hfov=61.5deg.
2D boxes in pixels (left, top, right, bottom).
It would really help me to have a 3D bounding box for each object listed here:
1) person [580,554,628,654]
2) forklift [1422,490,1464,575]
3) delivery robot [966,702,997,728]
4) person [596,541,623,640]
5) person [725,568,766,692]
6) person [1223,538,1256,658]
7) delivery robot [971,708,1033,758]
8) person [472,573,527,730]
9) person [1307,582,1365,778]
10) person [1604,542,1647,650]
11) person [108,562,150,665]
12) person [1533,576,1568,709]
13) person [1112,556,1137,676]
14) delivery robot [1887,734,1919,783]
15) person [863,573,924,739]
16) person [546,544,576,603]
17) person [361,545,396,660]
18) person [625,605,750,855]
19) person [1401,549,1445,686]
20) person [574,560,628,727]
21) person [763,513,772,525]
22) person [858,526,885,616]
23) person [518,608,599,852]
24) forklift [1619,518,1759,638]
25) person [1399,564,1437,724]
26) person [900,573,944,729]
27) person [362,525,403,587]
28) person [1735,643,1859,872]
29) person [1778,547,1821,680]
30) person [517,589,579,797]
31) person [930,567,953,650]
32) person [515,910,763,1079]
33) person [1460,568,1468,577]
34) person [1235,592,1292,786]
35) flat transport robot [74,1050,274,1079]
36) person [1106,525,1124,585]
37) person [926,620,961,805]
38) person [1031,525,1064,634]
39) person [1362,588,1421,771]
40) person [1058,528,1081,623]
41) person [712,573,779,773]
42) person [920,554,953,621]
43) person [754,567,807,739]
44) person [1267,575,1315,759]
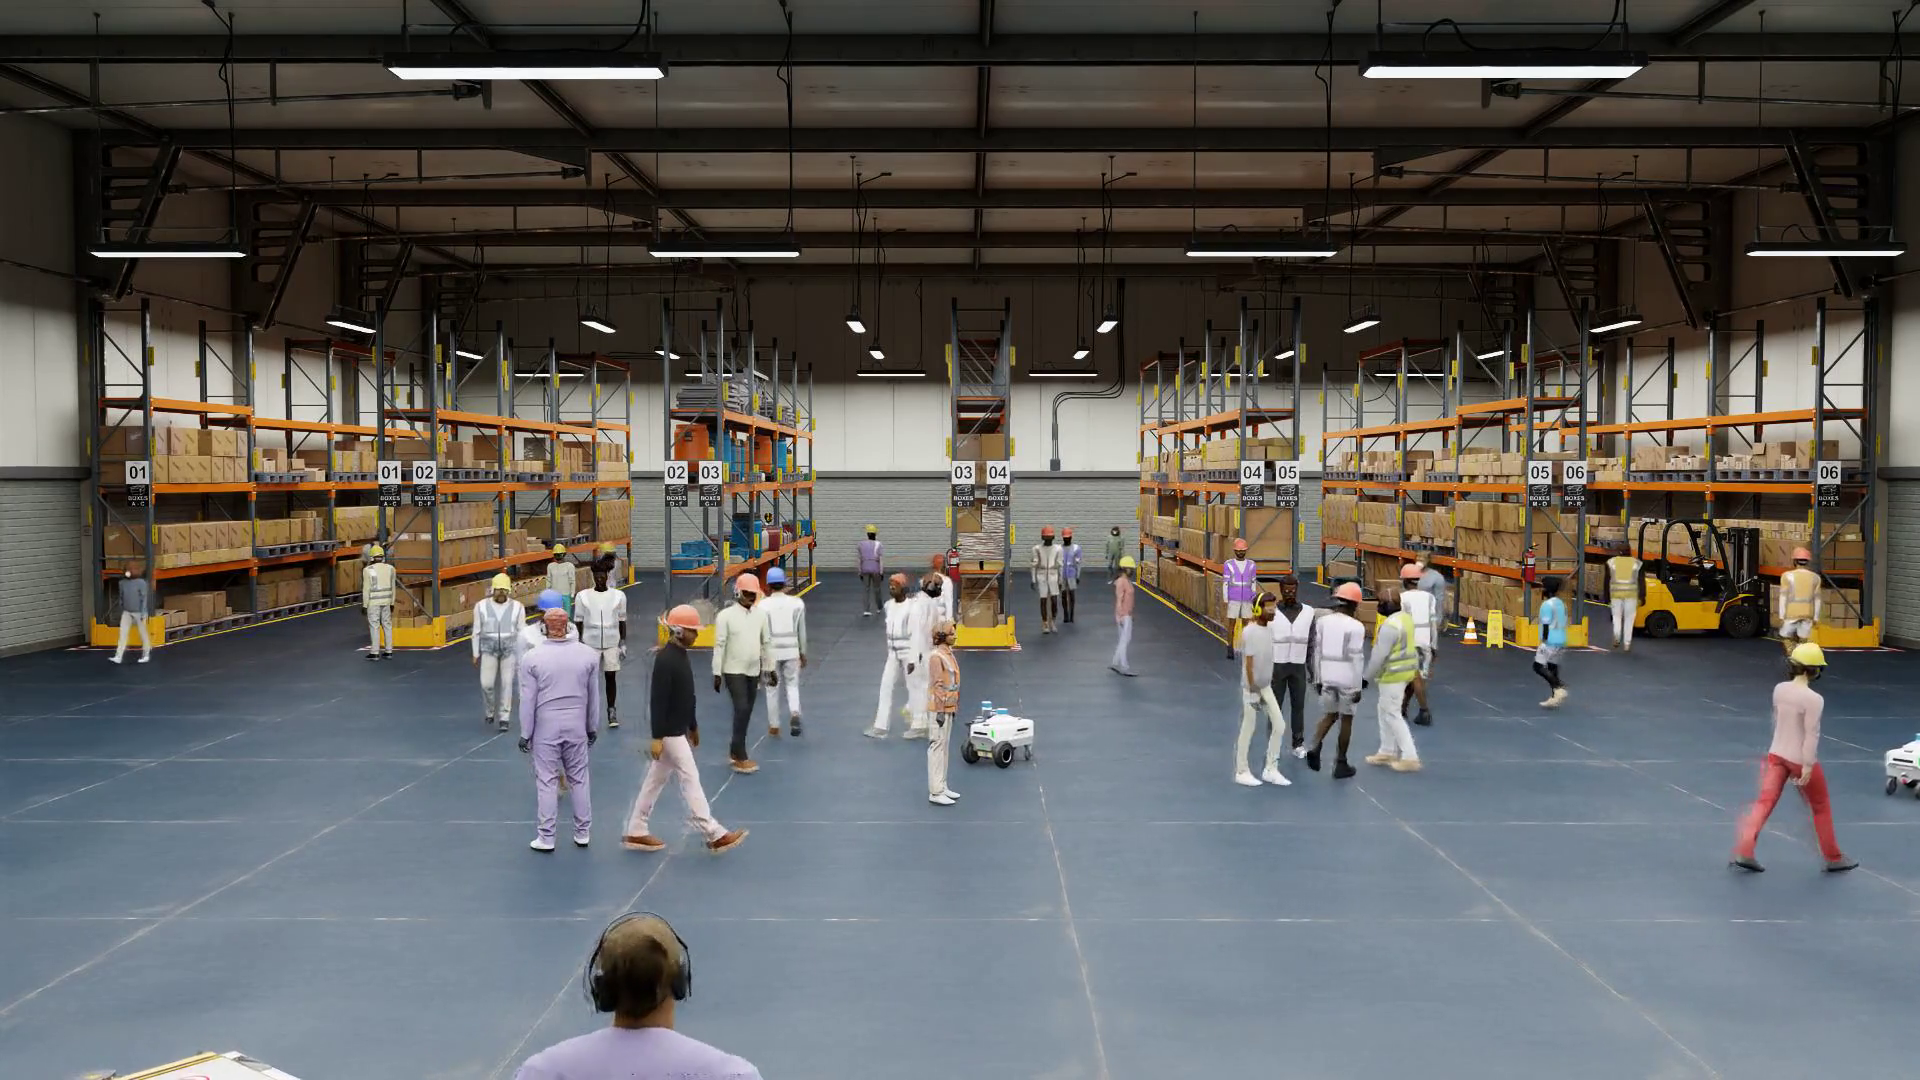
[{"bbox_3d":[-5.906,1.051,26.558,0.786,1.669,0.537,0,2,-1],"label":"person"},{"bbox_3d":[13.926,-0.371,47.846,1.873,2.768,1.129,0,2,0],"label":"forklift"},{"bbox_3d":[0.283,1.824,17.051,0.335,0.223,0.698,1,2,17],"label":"delivery robot"},{"bbox_3d":[-6.168,0.912,28.471,0.460,1.793,0.610,2,3,40],"label":"person"},{"bbox_3d":[-2.929,1.221,22.054,0.546,1.674,0.622,-2,3,-43],"label":"person"},{"bbox_3d":[4.512,0.940,26.006,0.551,1.936,0.357,0,2,-5],"label":"person"},{"bbox_3d":[0.435,1.971,16.555,0.477,0.478,0.707,2,3,41],"label":"delivery robot"},{"bbox_3d":[-5.297,1.288,18.626,0.627,1.819,0.453,-1,2,-17],"label":"person"},{"bbox_3d":[3.672,1.361,15.698,0.553,1.912,0.567,-2,3,-42],"label":"person"},{"bbox_3d":[11.237,0.949,27.264,0.671,1.815,0.466,1,3,27],"label":"person"},{"bbox_3d":[-12.895,1.143,25.123,0.522,1.581,0.843,0,2,7],"label":"person"},{"bbox_3d":[7.430,1.289,20.319,0.367,1.679,0.553,2,3,40],"label":"person"},{"bbox_3d":[2.446,1.116,23.870,0.346,1.778,0.526,1,2,22],"label":"person"},{"bbox_3d":[8.899,2.036,14.931,0.707,0.478,0.477,-1,3,-33],"label":"delivery robot"},{"bbox_3d":[-0.724,1.303,17.899,0.862,1.850,0.610,-2,3,-44],"label":"person"},{"bbox_3d":[-6.907,0.950,27.886,0.534,1.767,0.314,0,2,11],"label":"person"},{"bbox_3d":[-9.313,0.999,25.820,0.403,1.830,0.600,2,3,34],"label":"person"},{"bbox_3d":[-2.149,1.474,12.587,1.038,1.928,0.650,0,2,2],"label":"person"},{"bbox_3d":[6.509,1.079,22.678,0.645,1.922,0.535,2,3,44],"label":"person"},{"bbox_3d":[-4.203,1.208,18.900,0.613,1.963,0.362,-1,2,-16],"label":"person"},{"bbox_3d":[-5.633,0.136,47.247,0.327,1.865,0.516,-1,2,-16],"label":"person"},{"bbox_3d":[-1.845,0.655,34.030,0.607,1.868,0.995,1,2,15],"label":"person"},{"bbox_3d":[-3.173,1.484,12.739,0.651,1.904,0.401,-2,3,-34],"label":"person"},{"bbox_3d":[13.417,0.684,29.791,2.313,2.155,1.214,0,2,0],"label":"forklift"},{"bbox_3d":[5.409,1.231,19.400,0.565,1.878,1.001,-1,2,-18],"label":"person"},{"bbox_3d":[-0.402,1.289,18.724,0.435,1.817,0.679,0,2,6],"label":"person"},{"bbox_3d":[-10.822,0.736,30.384,0.714,2.000,0.656,0,2,1],"label":"person"},{"bbox_3d":[6.181,1.612,11.973,0.953,1.715,0.524,-1,2,-15],"label":"person"},{"bbox_3d":[11.979,1.062,23.066,0.575,1.924,0.415,0,2,6],"label":"person"},{"bbox_3d":[-3.710,1.397,14.684,0.645,1.921,0.458,-2,3,-35],"label":"person"},{"bbox_3d":[-0.320,1.182,23.696,0.502,1.633,0.280,-2,3,-39],"label":"person"},{"bbox_3d":[-0.745,1.846,3.698,0.688,1.911,0.687,0,2,7],"label":"person"},{"bbox_3d":[12.375,0.415,39.217,0.632,1.939,0.349,0,2,-9],"label":"person"},{"bbox_3d":[2.858,1.415,15.244,0.530,1.843,0.674,-2,3,-42],"label":"person"},{"bbox_3d":[-3.281,2.532,7.113,1.431,0.197,0.652,2,3,38],"label":"flat transport robot"},{"bbox_3d":[4.128,0.413,43.254,0.516,1.604,0.689,1,2,16],"label":"person"},{"bbox_3d":[-0.151,1.541,14.553,0.310,1.642,0.514,0,2,10],"label":"person"},{"bbox_3d":[1.619,0.746,29.933,0.619,2.016,0.785,0,2,2],"label":"person"},{"bbox_3d":[4.346,1.393,16.148,0.593,1.816,0.644,1,3,29],"label":"person"},{"bbox_3d":[2.114,0.711,32.132,0.552,1.901,0.841,0,2,10],"label":"person"},{"bbox_3d":[-2.159,1.318,16.194,0.696,1.959,0.644,2,3,44],"label":"person"},{"bbox_3d":[-0.392,1.118,22.520,0.619,1.861,0.648,2,3,44],"label":"person"},{"bbox_3d":[-1.999,1.262,17.965,0.629,1.932,0.591,-1,2,-18],"label":"person"},{"bbox_3d":[3.416,1.317,16.876,0.585,1.912,0.375,0,2,-6],"label":"person"}]
